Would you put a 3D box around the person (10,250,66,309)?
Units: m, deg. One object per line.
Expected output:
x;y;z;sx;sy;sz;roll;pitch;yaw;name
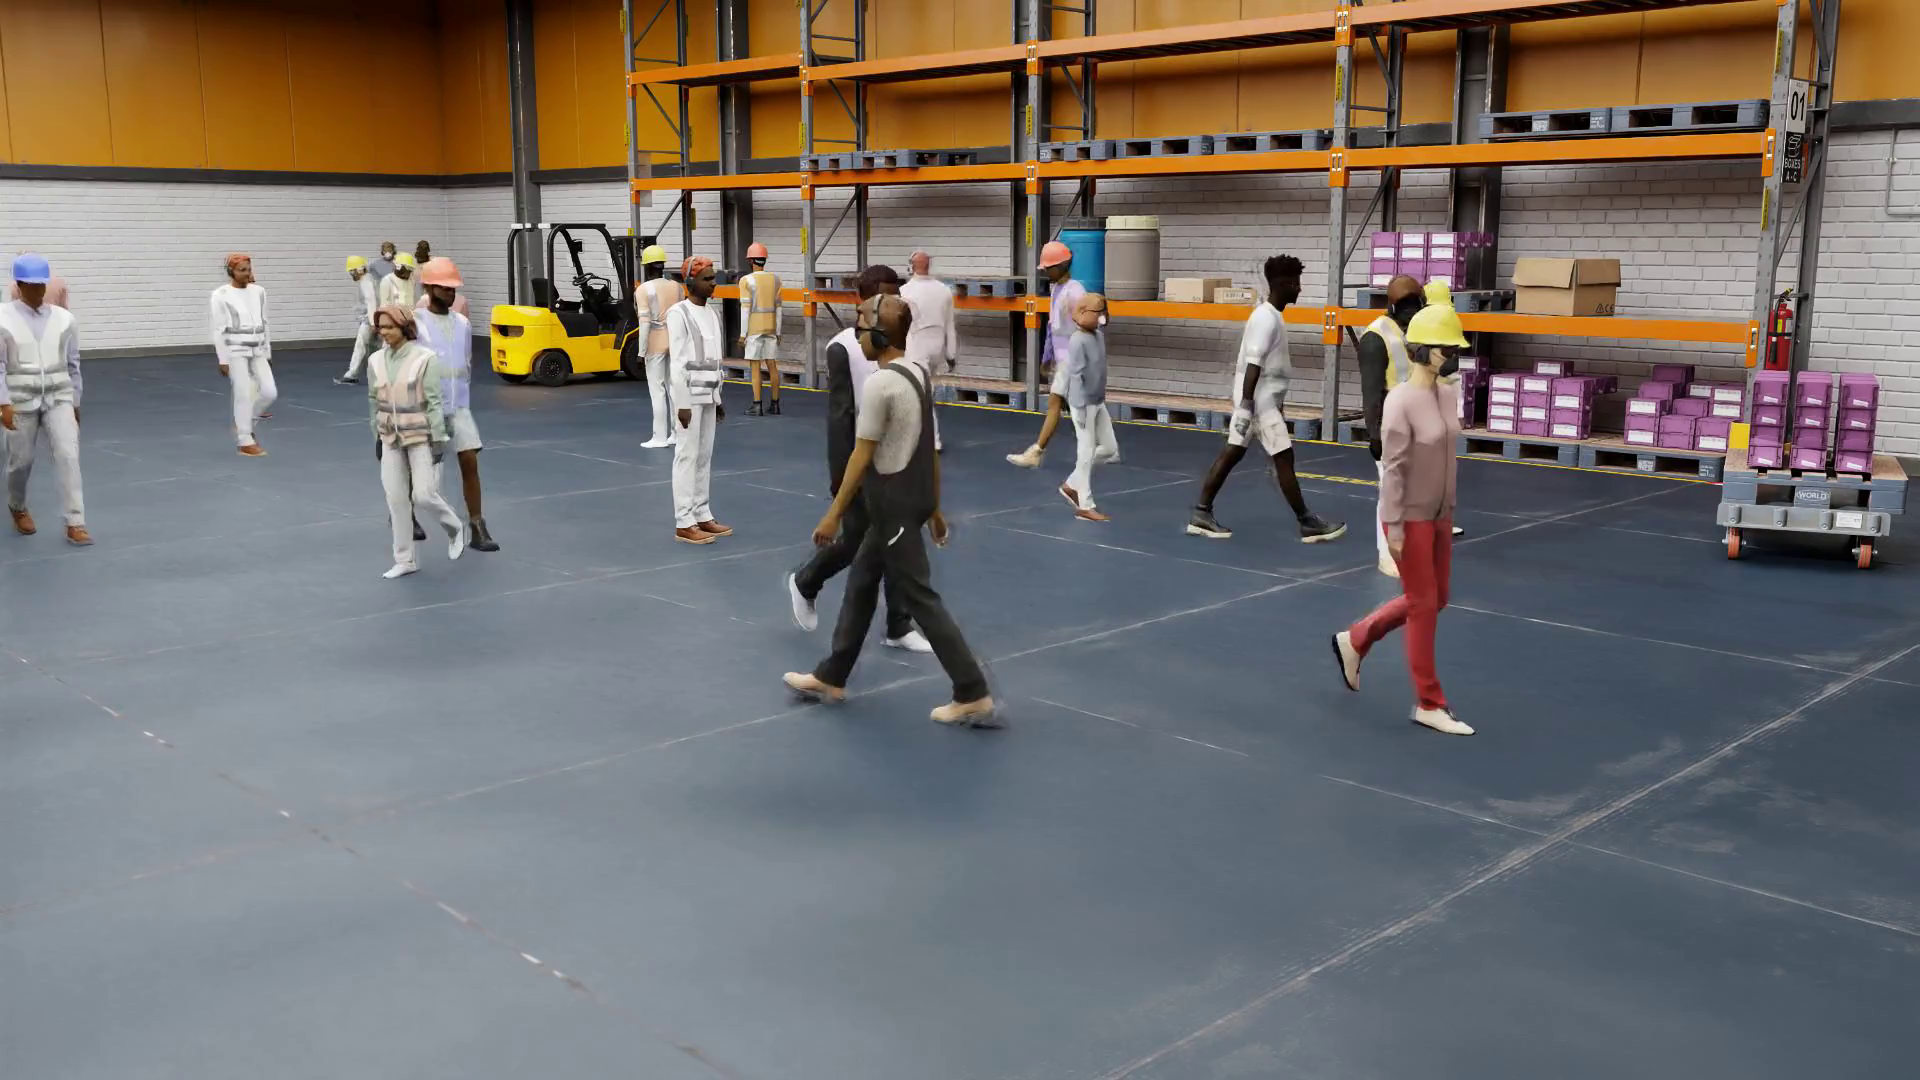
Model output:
-10.427;-2.355;18.887;0.904;1.866;0.647;6;12;29;person

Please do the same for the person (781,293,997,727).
-0.279;-0.122;6.921;1.018;1.788;0.521;3;11;15;person

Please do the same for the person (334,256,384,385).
-7.990;-2.969;22.545;0.965;1.750;0.657;-2;11;-13;person

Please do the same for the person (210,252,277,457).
-6.531;-1.688;15.206;0.438;1.871;0.612;5;12;27;person

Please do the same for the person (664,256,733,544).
-1.733;-0.927;11.033;0.360;1.883;0.574;4;11;19;person

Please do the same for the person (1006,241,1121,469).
0.938;-1.594;14.453;1.093;1.974;0.669;-2;11;-12;person

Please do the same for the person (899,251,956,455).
-0.443;-1.746;15.532;0.679;1.860;0.952;-8;13;-38;person

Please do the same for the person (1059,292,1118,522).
0.916;-0.940;11.794;0.370;1.620;0.531;5;12;27;person

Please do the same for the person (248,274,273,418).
-7.910;-2.165;18.462;0.507;1.631;0.266;7;13;34;person

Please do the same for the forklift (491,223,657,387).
-5.316;-3.263;22.920;2.313;2.155;1.214;-10;14;-44;forklift

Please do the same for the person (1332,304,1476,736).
1.865;-0.101;6.898;0.701;1.749;0.543;10;14;42;person

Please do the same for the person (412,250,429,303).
-9.082;-4.076;28.507;0.998;1.782;0.678;7;12;33;person

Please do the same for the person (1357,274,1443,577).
2.659;-0.674;9.896;0.767;1.799;0.465;-7;13;-35;person

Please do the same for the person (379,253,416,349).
-7.432;-2.910;22.113;0.797;1.774;0.687;5;12;27;person

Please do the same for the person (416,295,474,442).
-4.969;-1.802;16.154;0.556;1.740;0.705;-6;12;-31;person

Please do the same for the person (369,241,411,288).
-9.176;-3.851;26.852;0.656;1.925;0.427;-3;11;-14;person

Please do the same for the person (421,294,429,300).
-5.952;-2.251;19.014;0.520;1.590;0.852;1;10;6;person

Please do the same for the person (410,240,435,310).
-9.565;-4.396;29.791;0.635;1.939;0.362;-6;12;-32;person

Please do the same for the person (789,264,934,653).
-0.487;-0.403;8.167;0.808;1.894;0.597;8;13;37;person

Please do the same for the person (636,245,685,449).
-2.870;-1.833;15.857;0.377;1.922;0.594;7;13;34;person

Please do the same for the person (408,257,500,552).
-3.408;-0.889;10.827;0.984;1.902;0.540;9;14;40;person

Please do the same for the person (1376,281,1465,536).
3.167;-0.904;11.356;0.534;1.714;0.917;-6;12;-29;person

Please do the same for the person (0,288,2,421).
-10.718;-2.208;18.212;0.975;1.823;0.540;7;13;35;person

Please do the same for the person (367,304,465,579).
-3.248;-0.592;9.906;0.528;1.622;0.468;3;11;18;person

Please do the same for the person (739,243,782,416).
-2.259;-2.360;18.698;0.551;1.935;0.371;-9;14;-40;person

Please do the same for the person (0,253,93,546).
-6.104;-0.930;10.967;0.595;1.914;0.869;-10;14;-43;person

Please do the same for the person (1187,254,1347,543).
2.012;-0.928;10.988;1.060;1.899;0.617;2;11;10;person
